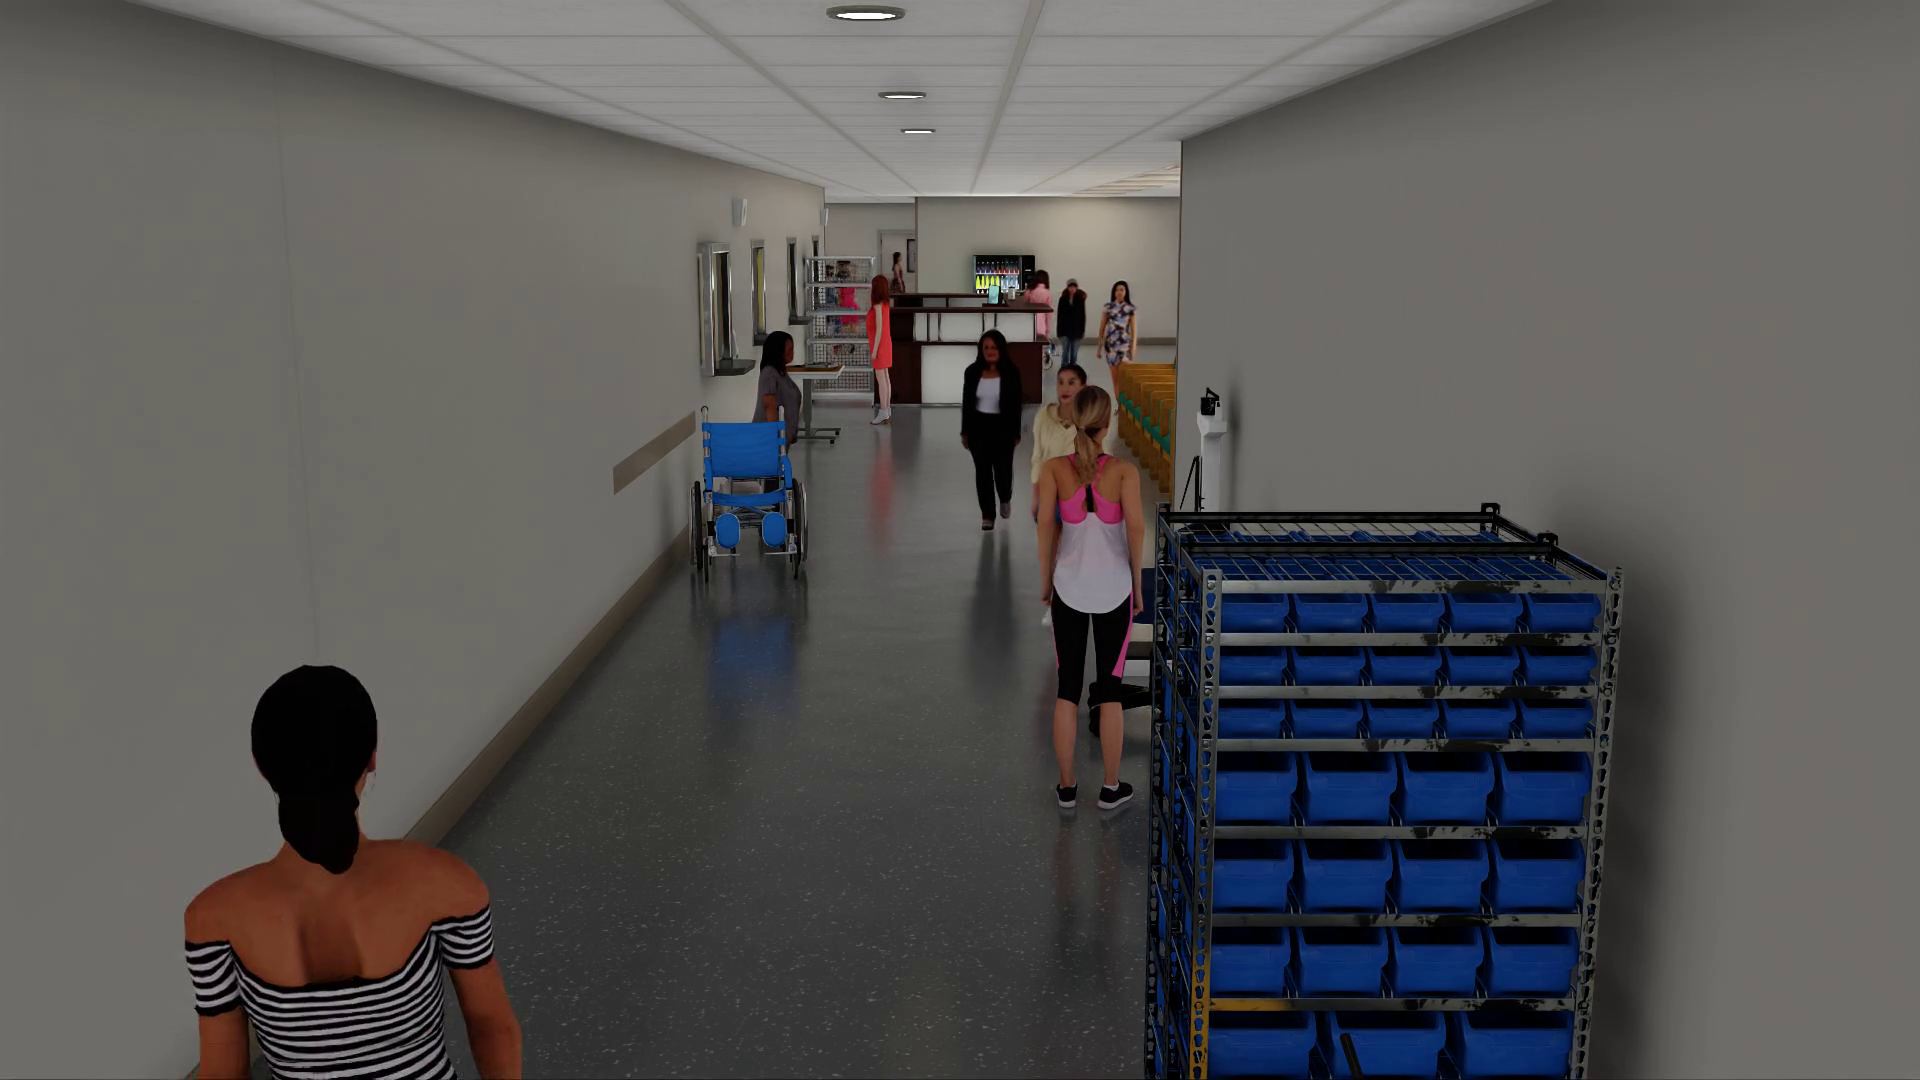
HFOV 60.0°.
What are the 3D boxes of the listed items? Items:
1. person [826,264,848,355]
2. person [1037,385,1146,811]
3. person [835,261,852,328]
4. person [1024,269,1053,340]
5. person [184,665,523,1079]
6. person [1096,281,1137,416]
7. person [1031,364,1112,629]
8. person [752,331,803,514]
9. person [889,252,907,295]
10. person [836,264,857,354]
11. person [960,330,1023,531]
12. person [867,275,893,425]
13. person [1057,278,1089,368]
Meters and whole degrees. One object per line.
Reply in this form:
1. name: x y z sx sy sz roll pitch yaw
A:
1. person: -2.553 -4.290 31.126 0.810 1.691 0.595 1 11 4
2. person: 0.546 0.244 6.971 0.547 1.788 0.714 3 11 15
3. person: -2.832 -5.943 39.974 0.699 1.639 0.646 -4 11 -19
4. person: 1.094 -3.017 24.255 1.057 1.751 0.668 -1 11 -5
5. person: -0.876 1.112 2.442 1.068 1.771 0.768 -1 11 -8
6. person: 2.040 -2.426 21.268 0.949 1.704 0.847 4 11 18
7. person: 0.672 -0.261 10.071 0.637 1.623 0.784 3 11 16
8. person: -1.511 -0.882 13.399 0.648 1.604 0.639 -1 11 -3
9. person: -1.564 -6.197 40.957 0.674 1.773 0.688 -1 11 -6
10. person: -2.097 -4.376 31.594 0.987 1.683 0.969 -6 12 -30
11. person: 0.257 -0.882 13.394 0.704 1.606 0.742 1 11 6
12. person: -0.975 -2.357 20.572 0.568 1.828 0.632 2 11 11
13. person: 1.727 -3.262 25.904 0.605 1.618 0.666 1 11 3
